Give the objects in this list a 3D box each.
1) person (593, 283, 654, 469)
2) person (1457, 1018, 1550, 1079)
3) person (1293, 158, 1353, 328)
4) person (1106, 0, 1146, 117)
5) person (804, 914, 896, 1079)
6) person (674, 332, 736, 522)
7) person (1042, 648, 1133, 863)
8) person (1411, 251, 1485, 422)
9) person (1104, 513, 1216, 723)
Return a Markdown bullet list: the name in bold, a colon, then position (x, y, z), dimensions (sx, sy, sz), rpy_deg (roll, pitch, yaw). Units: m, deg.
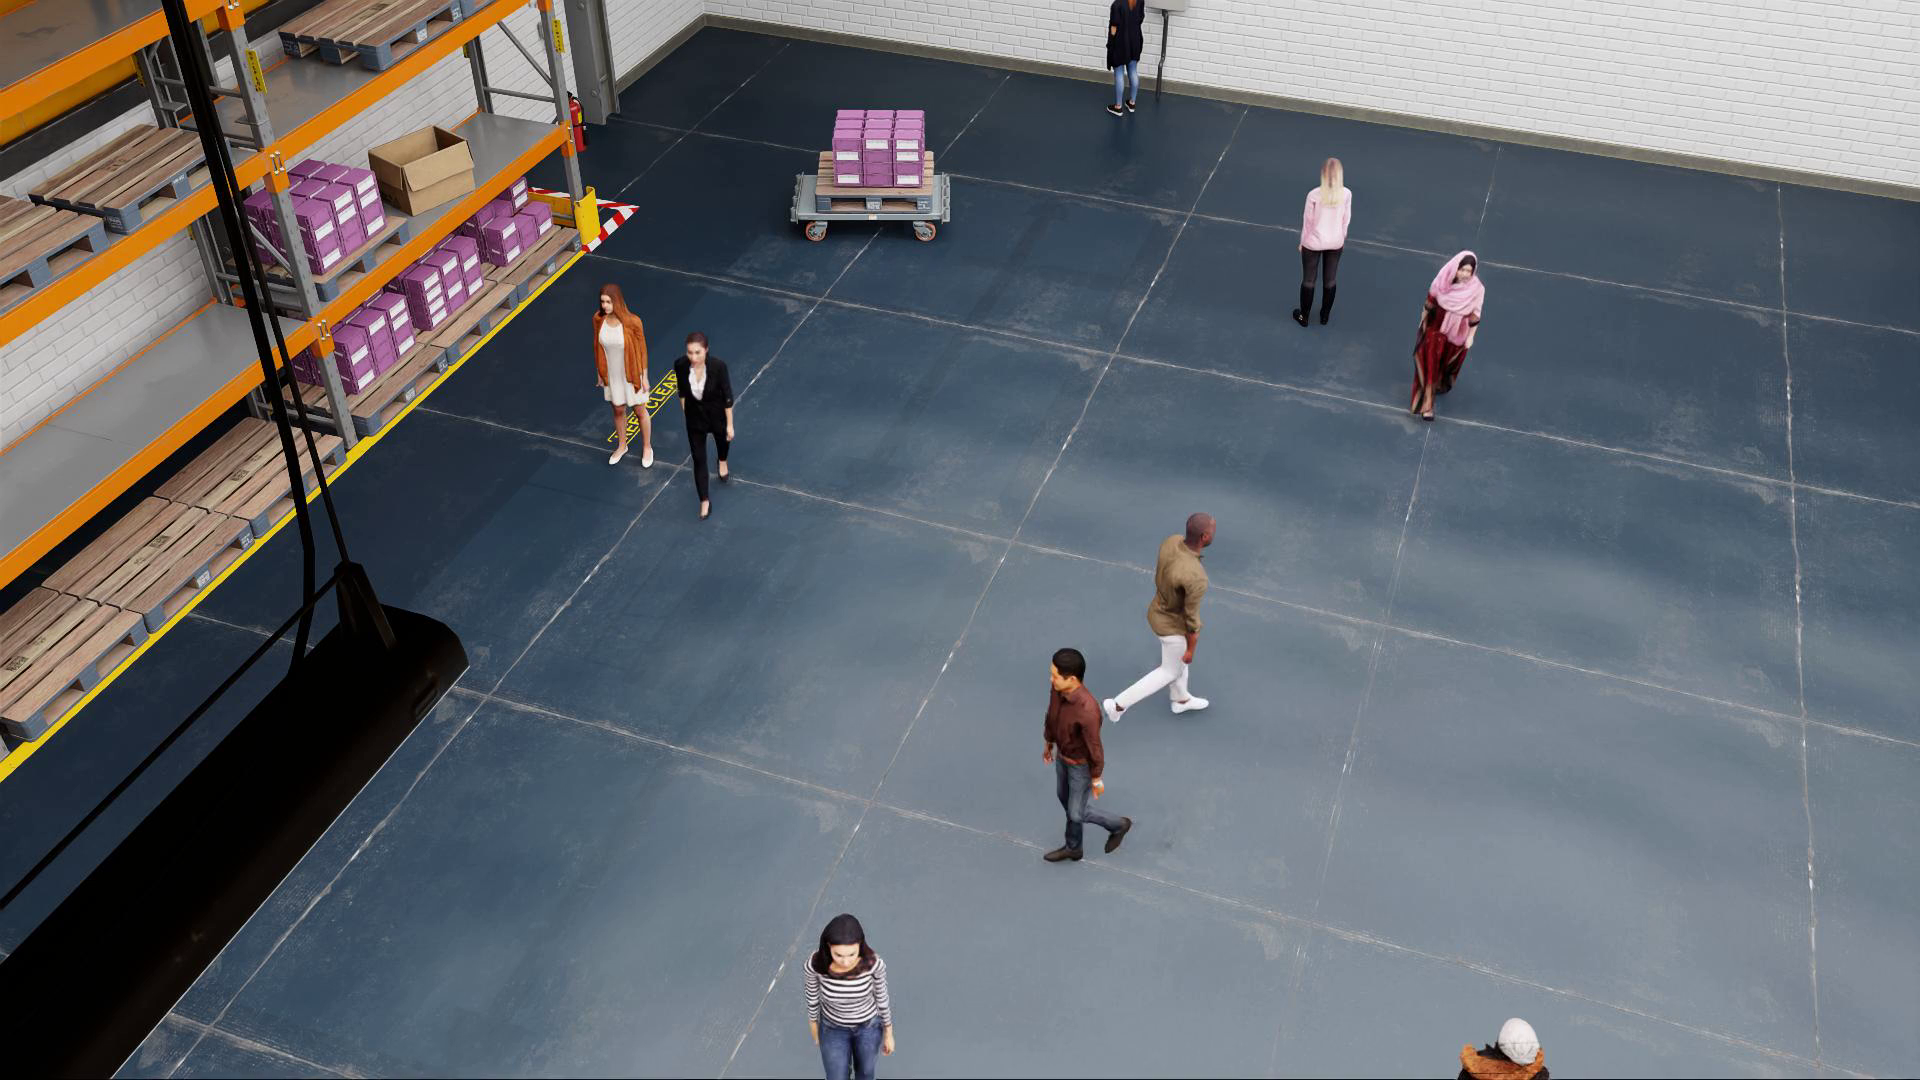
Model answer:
- **person**: position (-2.799, -1.391, 13.828), dimensions (0.645, 1.723, 0.617), rpy_deg (6, 39, 8)
- **person**: position (2.666, 3.012, 8.403), dimensions (0.774, 1.611, 1.069), rpy_deg (3, 39, 4)
- **person**: position (3.407, -2.784, 15.601), dimensions (0.677, 1.686, 0.676), rpy_deg (-3, 39, -4)
- **person**: position (1.936, -5.783, 19.359), dimensions (0.714, 1.682, 0.773), rpy_deg (-16, 41, -19)
- **person**: position (-0.583, 2.529, 8.870), dimensions (0.740, 1.784, 0.798), rpy_deg (-5, 39, -6)
- **person**: position (-2.019, -1.026, 13.468), dimensions (0.848, 1.600, 1.171), rpy_deg (1, 39, 1)
- **person**: position (0.809, 1.344, 10.377), dimensions (0.971, 1.755, 0.914), rpy_deg (-18, 42, -21)
- **person**: position (4.258, -1.875, 14.532), dimensions (0.691, 1.599, 1.096), rpy_deg (13, 40, 15)
- **person**: position (1.378, 0.596, 11.291), dimensions (1.171, 1.783, 1.174), rpy_deg (-8, 39, -10)
